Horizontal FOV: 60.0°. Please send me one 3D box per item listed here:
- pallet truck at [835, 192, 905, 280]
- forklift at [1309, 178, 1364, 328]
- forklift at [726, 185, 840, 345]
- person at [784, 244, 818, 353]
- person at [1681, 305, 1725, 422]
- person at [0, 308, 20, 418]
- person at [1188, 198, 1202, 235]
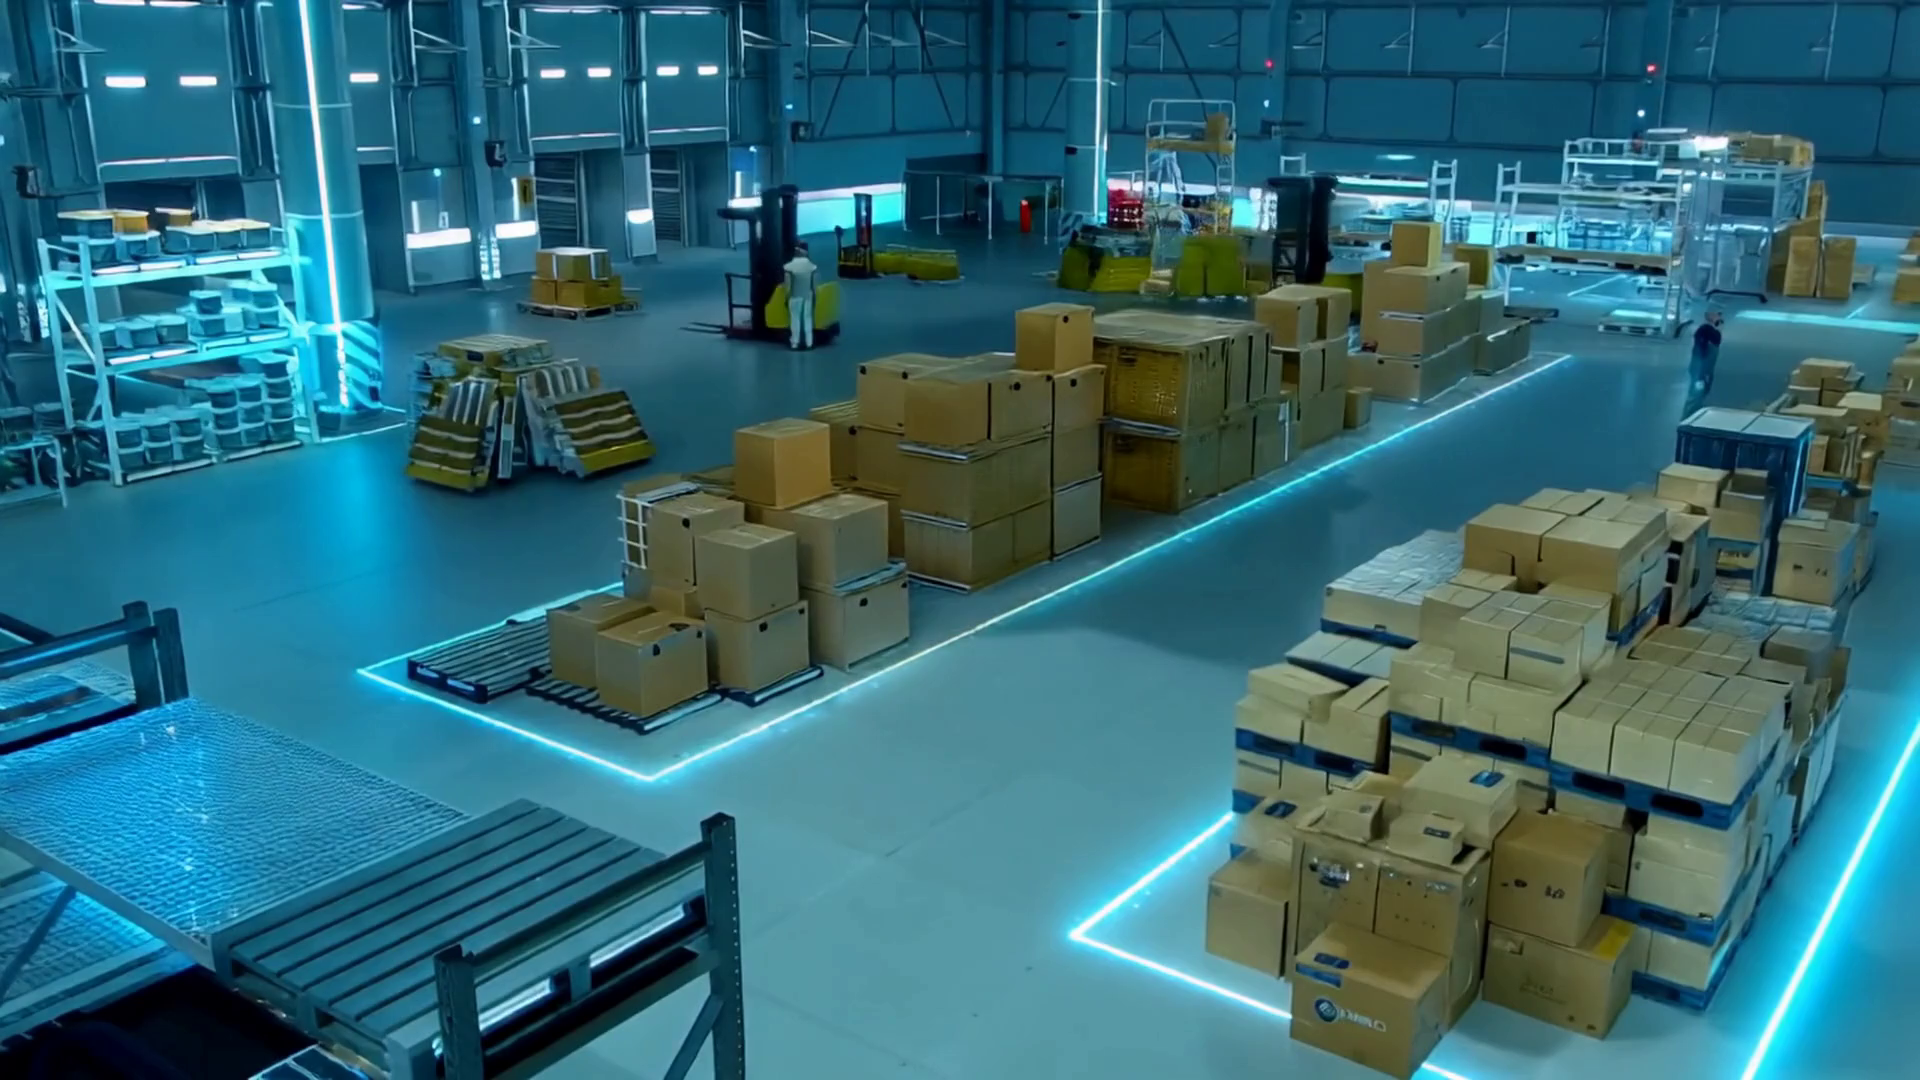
[{"bbox_3d":[-1.936,-7.159,38.982,1.885,1.965,0.823,-12,21,-34],"label":"pallet truck"},{"bbox_3d":[6.985,-5.591,32.289,1.873,2.768,1.129,3,17,10],"label":"forklift"},{"bbox_3d":[-3.275,-5.106,30.683,1.873,2.768,1.129,6,18,21],"label":"forklift"},{"bbox_3d":[-2.830,-4.308,29.668,0.636,1.930,0.371,-8,19,-26],"label":"person"},{"bbox_3d":[10.261,-2.285,22.970,0.380,1.930,0.624,13,21,37],"label":"person"},{"bbox_3d":[-14.212,-2.776,24.587,0.371,1.925,0.595,-7,18,-22],"label":"person"},{"bbox_3d":[5.710,-7.456,40.479,0.317,1.695,0.540,-2,17,-7],"label":"person"}]
